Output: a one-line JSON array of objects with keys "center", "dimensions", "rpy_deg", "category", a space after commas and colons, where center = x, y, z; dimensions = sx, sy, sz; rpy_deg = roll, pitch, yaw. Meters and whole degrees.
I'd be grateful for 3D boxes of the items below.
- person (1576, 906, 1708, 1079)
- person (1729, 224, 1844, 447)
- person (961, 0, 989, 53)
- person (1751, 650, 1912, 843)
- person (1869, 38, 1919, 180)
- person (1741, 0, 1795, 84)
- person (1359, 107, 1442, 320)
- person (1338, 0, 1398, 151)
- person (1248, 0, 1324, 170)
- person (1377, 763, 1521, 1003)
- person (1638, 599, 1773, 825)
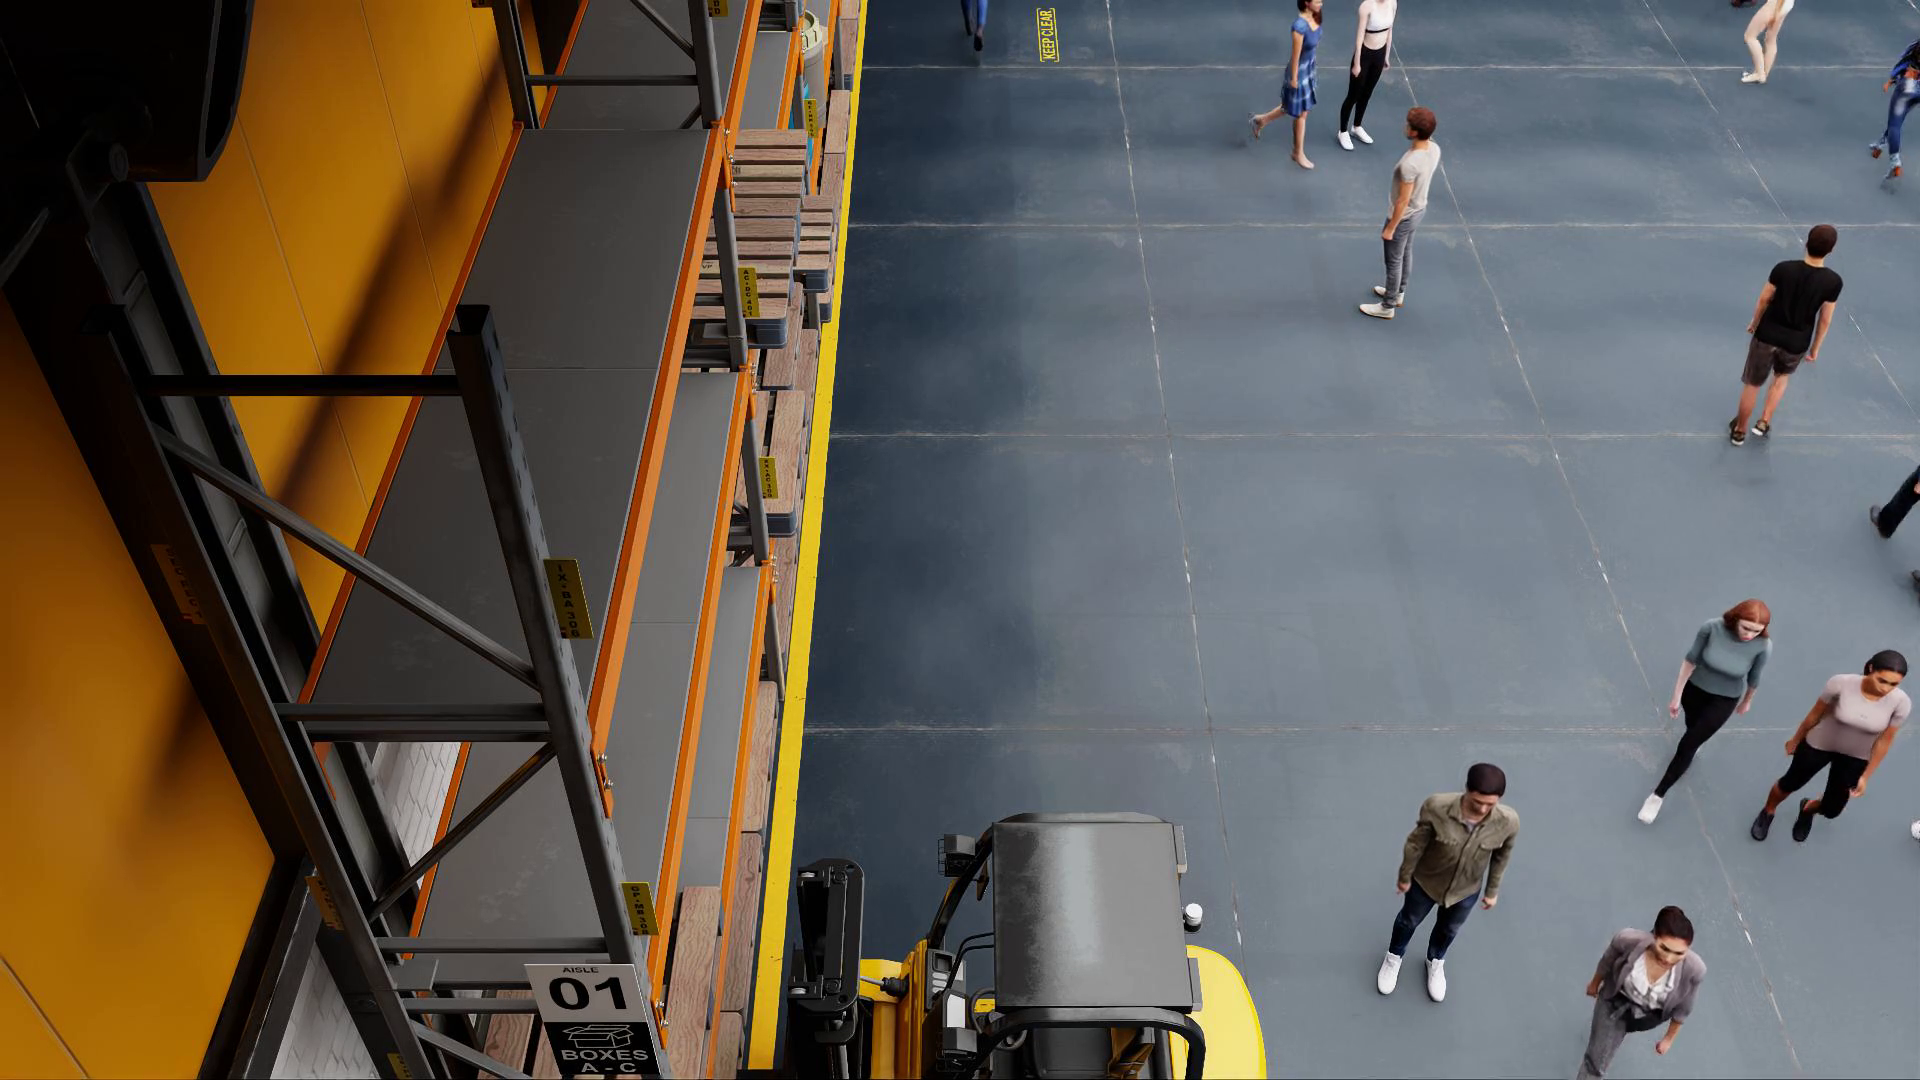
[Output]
[{"center": [3.497, 2.358, 8.590], "dimensions": [0.927, 1.622, 1.202], "rpy_deg": [18, 47, 18], "category": "person"}, {"center": [6.135, -1.460, 12.439], "dimensions": [0.764, 1.842, 0.767], "rpy_deg": [15, 46, 15], "category": "person"}, {"center": [0.140, -5.882, 17.213], "dimensions": [0.625, 1.659, 1.044], "rpy_deg": [1, 44, 1], "category": "person"}, {"center": [5.141, 1.199, 9.732], "dimensions": [0.758, 1.725, 0.798], "rpy_deg": [25, 49, 24], "category": "person"}, {"center": [8.825, -4.103, 15.396], "dimensions": [0.657, 1.589, 1.046], "rpy_deg": [2, 44, 2], "category": "person"}, {"center": [8.256, -5.310, 16.630], "dimensions": [0.711, 1.634, 0.643], "rpy_deg": [30, 51, 28], "category": "person"}, {"center": [3.666, -2.681, 13.686], "dimensions": [0.802, 1.889, 0.701], "rpy_deg": [26, 49, 25], "category": "person"}, {"center": [3.871, -4.571, 15.778], "dimensions": [0.664, 1.740, 0.666], "rpy_deg": [-19, 47, -19], "category": "person"}, {"center": [3.110, -4.316, 15.477], "dimensions": [0.953, 1.786, 1.000], "rpy_deg": [18, 46, 18], "category": "person"}, {"center": [2.635, 1.811, 8.986], "dimensions": [0.749, 1.868, 0.663], "rpy_deg": [9, 44, 9], "category": "person"}, {"center": [4.547, 0.895, 10.071], "dimensions": [1.007, 1.698, 1.117], "rpy_deg": [30, 51, 28], "category": "person"}]
